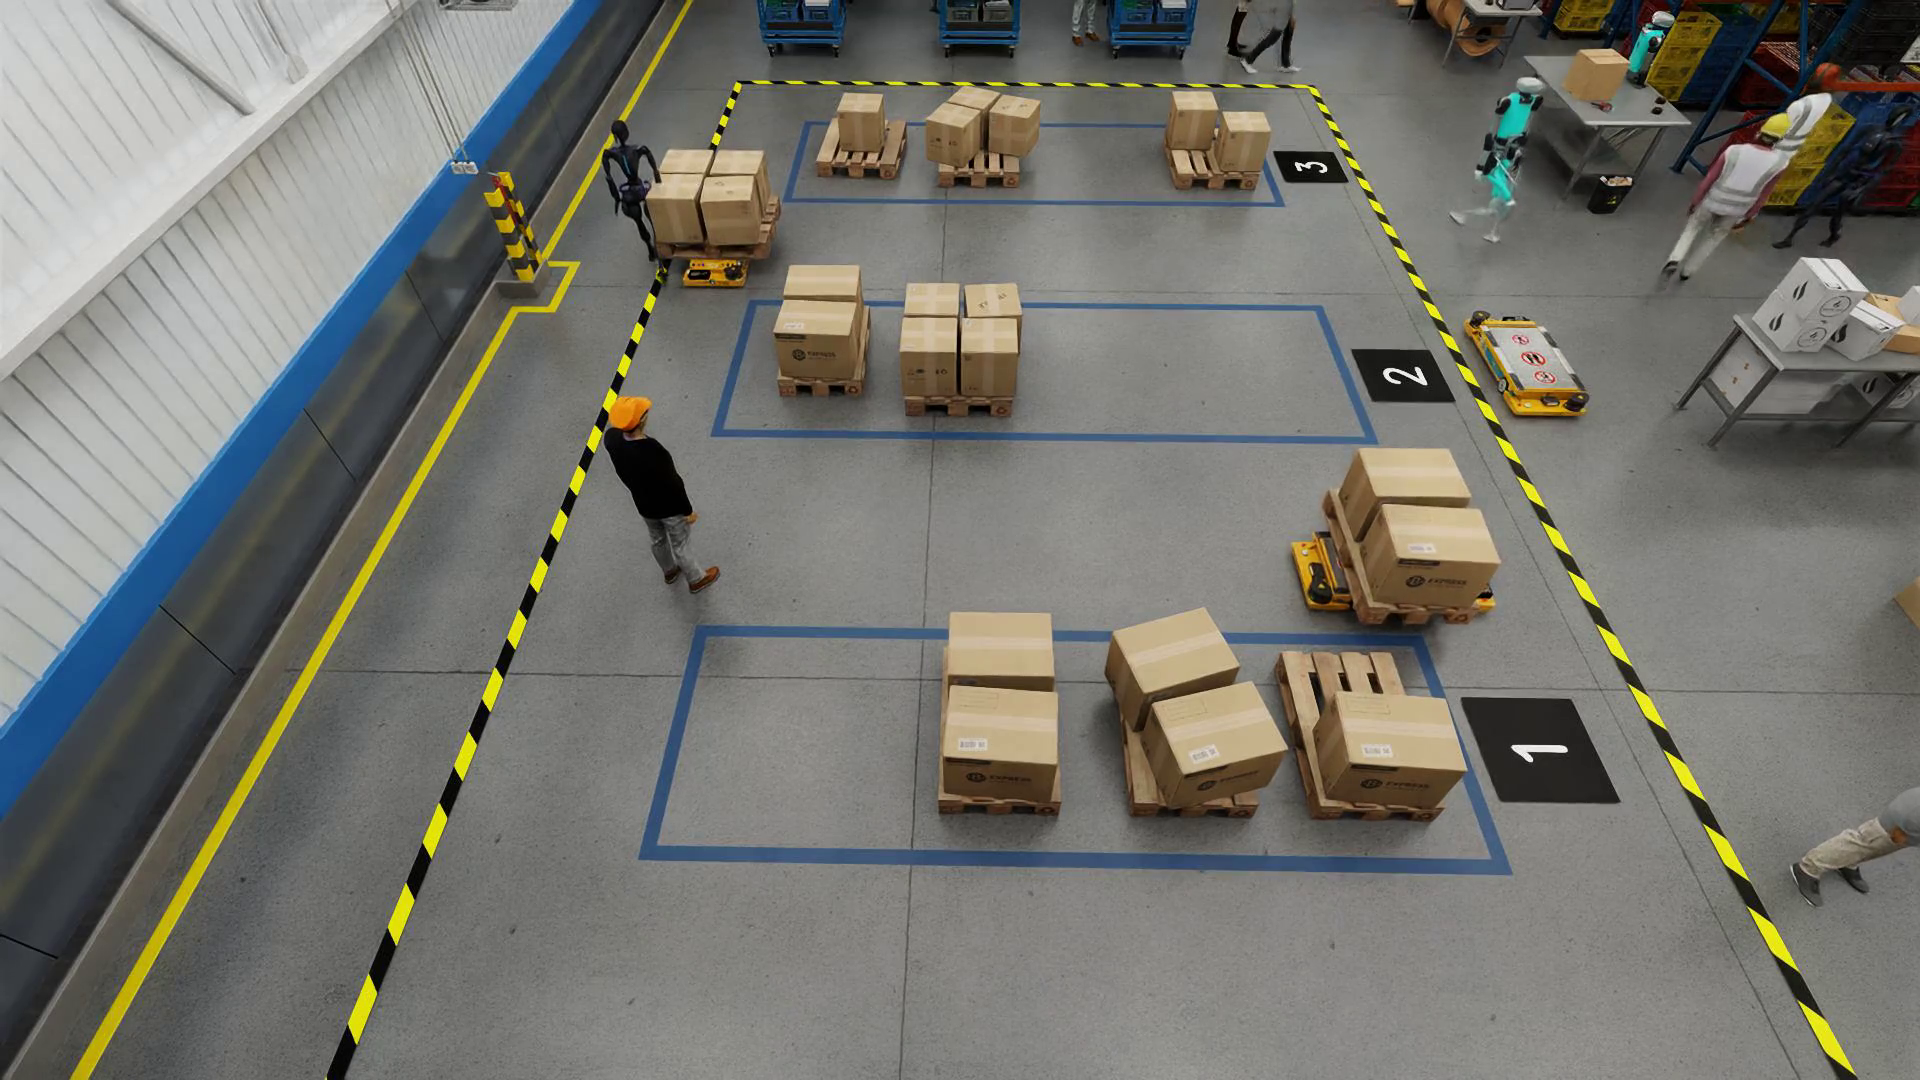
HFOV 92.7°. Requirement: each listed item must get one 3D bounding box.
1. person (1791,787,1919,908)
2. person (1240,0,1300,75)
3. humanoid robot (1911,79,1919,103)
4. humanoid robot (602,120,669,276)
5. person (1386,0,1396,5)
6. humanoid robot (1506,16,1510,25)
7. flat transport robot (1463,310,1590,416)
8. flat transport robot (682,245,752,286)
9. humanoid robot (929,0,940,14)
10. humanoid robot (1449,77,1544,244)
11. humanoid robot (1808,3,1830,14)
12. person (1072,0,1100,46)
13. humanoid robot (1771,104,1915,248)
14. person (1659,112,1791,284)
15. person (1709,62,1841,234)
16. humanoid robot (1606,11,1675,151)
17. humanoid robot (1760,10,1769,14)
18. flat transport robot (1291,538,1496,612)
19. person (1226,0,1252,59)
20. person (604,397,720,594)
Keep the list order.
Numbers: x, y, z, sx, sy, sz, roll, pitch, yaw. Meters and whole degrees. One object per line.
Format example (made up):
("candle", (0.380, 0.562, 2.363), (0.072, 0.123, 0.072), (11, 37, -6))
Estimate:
("person", (5.511, 1.570, 5.184), (0.562, 1.765, 0.399), (-8, 50, -7))
("person", (4.614, -7.607, 13.095), (0.904, 1.820, 0.601), (0, 49, 0))
("humanoid robot", (13.230, -6.518, 12.247), (0.798, 1.807, 0.530), (-2, 49, -2))
("humanoid robot", (-3.434, -3.620, 9.761), (0.599, 1.642, 0.741), (-8, 50, -7))
("person", (7.368, -9.614, 14.824), (0.529, 1.822, 0.681), (4, 49, 4))
("humanoid robot", (8.380, -8.425, 13.903), (0.615, 1.628, 0.644), (21, 52, 17))
("flat transport robot", (5.573, -1.757, 9.054), (0.659, 0.231, 1.431), (1, 49, 1))
("flat transport robot", (-2.692, -3.377, 10.438), (0.652, 0.197, 1.431), (1, 49, 1))
("humanoid robot", (-0.187, -9.301, 14.665), (0.707, 1.631, 0.616), (26, 54, 21))
("humanoid robot", (6.078, -4.054, 10.111), (0.544, 1.761, 1.055), (-12, 50, -11))
("humanoid robot", (13.252, -8.500, 13.978), (0.610, 1.628, 0.565), (-3, 49, -3))
("person", (1.988, -8.556, 13.835), (0.626, 1.940, 0.373), (-22, 53, -18))
("humanoid robot", (9.791, -3.940, 10.045), (0.706, 1.657, 0.587), (-13, 50, -11))
("person", (7.992, -3.519, 9.558), (0.596, 1.819, 0.424), (31, 56, 24))
("person", (9.070, -4.346, 10.230), (0.588, 1.879, 0.432), (-16, 51, -14))
("humanoid robot", (8.450, -5.567, 11.292), (0.735, 1.677, 0.533), (9, 50, 8))
("humanoid robot", (13.373, -9.146, 14.505), (0.595, 1.785, 0.969), (-23, 53, -19))
("flat transport robot", (3.445, 0.244, 7.304), (1.431, 0.197, 0.652), (1, 49, 1))
("person", (4.276, -8.217, 13.523), (0.368, 1.966, 0.600), (9, 50, 8))
("person", (-2.200, -0.300, 6.725), (0.585, 1.884, 0.361), (22, 53, 18))
